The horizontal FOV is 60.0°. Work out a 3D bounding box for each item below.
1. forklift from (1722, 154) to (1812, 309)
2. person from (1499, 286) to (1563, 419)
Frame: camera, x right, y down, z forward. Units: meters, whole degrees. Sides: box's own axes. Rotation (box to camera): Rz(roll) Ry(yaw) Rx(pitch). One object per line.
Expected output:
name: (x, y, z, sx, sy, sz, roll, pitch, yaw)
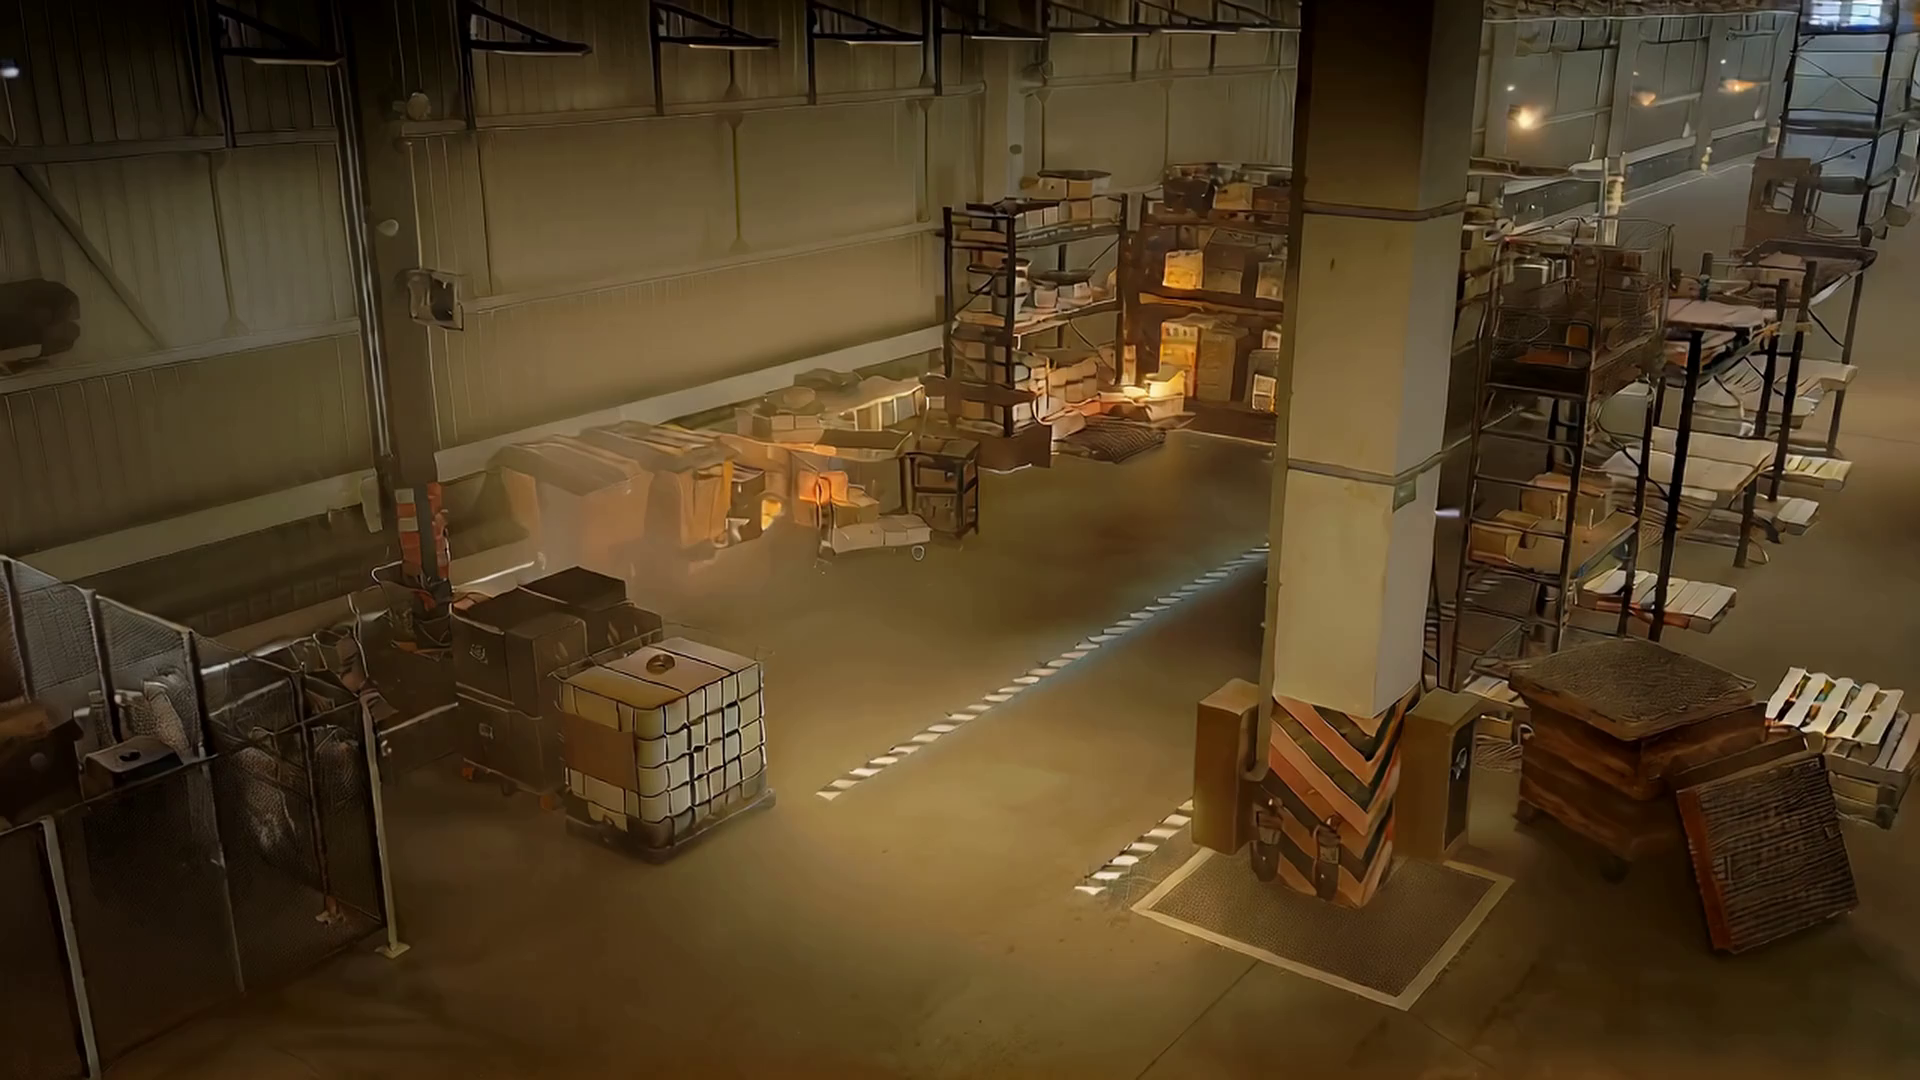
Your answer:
forklift: (15.464, -5.892, 31.651, 1.129, 2.768, 1.873, 13, 22, 34)
person: (7.998, -2.615, 23.191, 0.765, 1.894, 0.469, -4, 19, -12)
